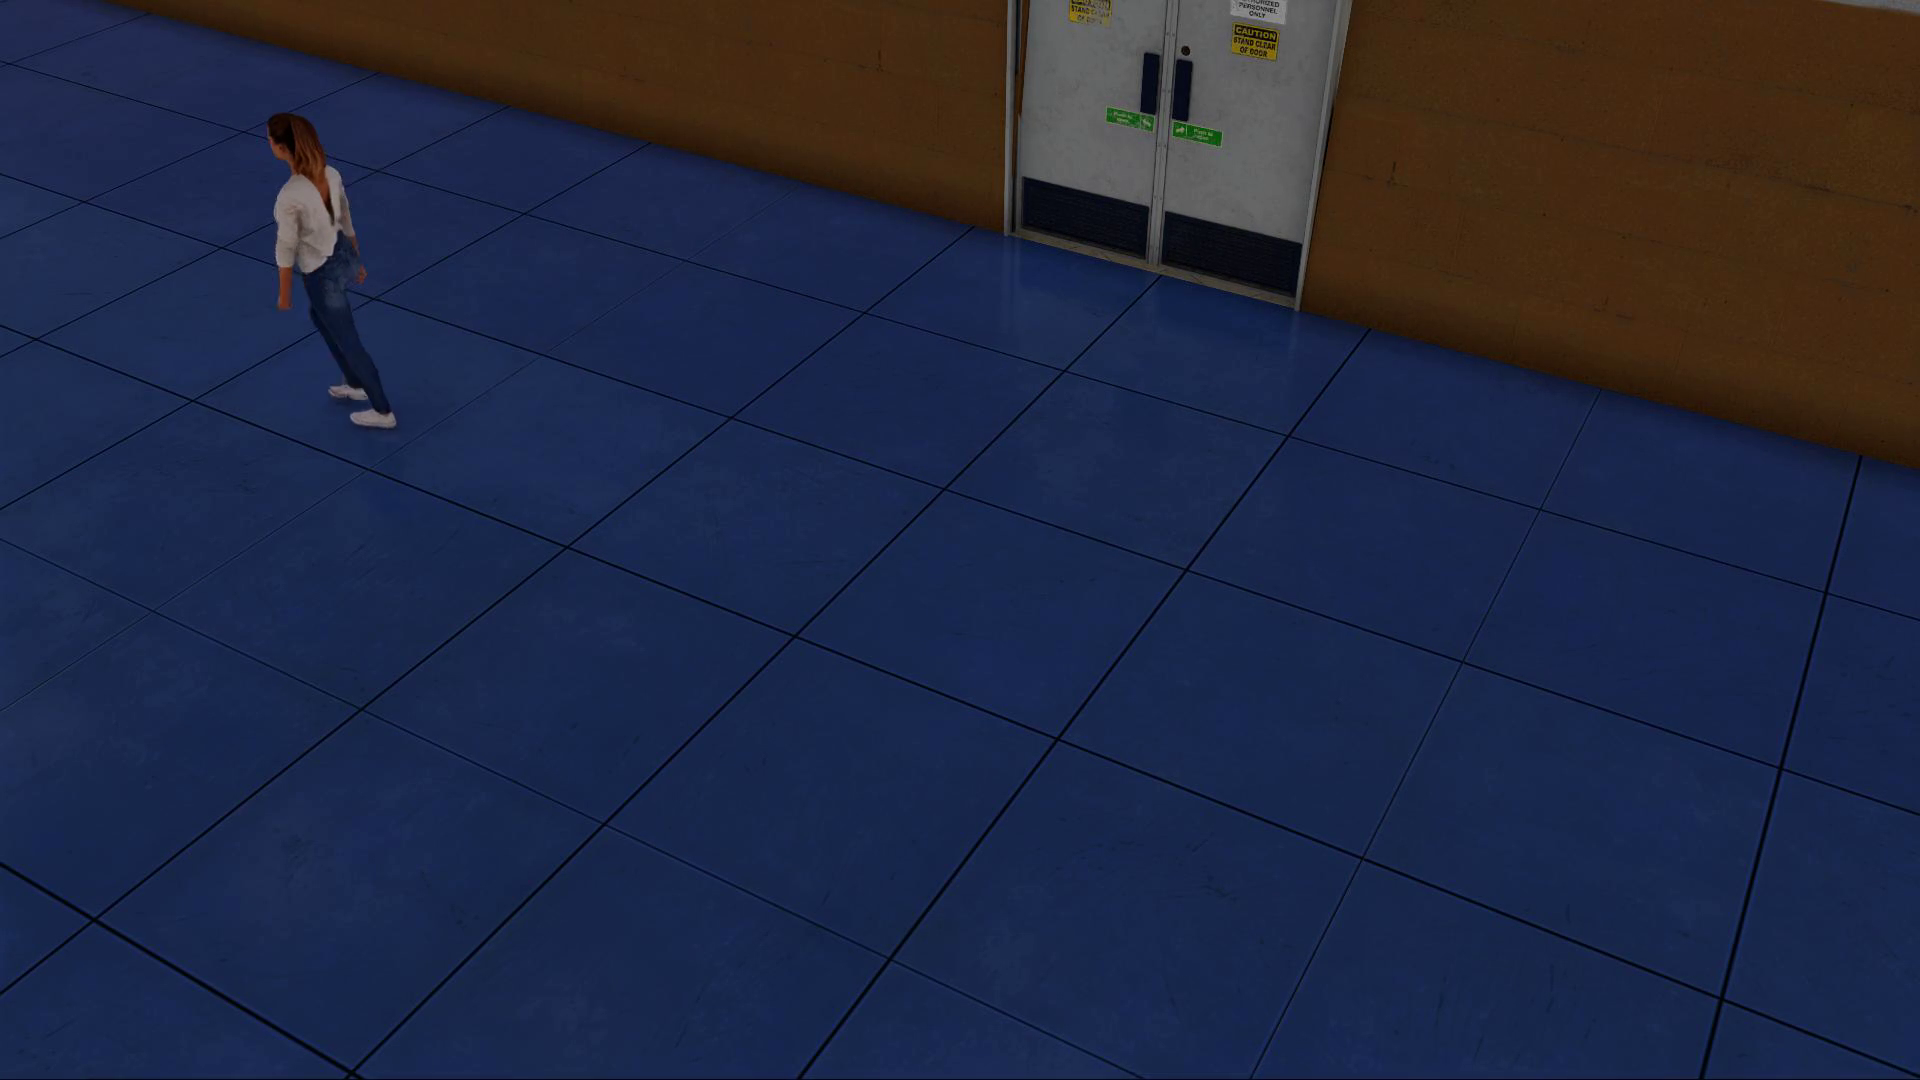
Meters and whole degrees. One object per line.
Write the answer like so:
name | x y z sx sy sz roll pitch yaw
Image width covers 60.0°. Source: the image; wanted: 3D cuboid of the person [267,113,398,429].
person | -3.115 -1.316 8.425 0.808 1.706 0.751 6 37 8
